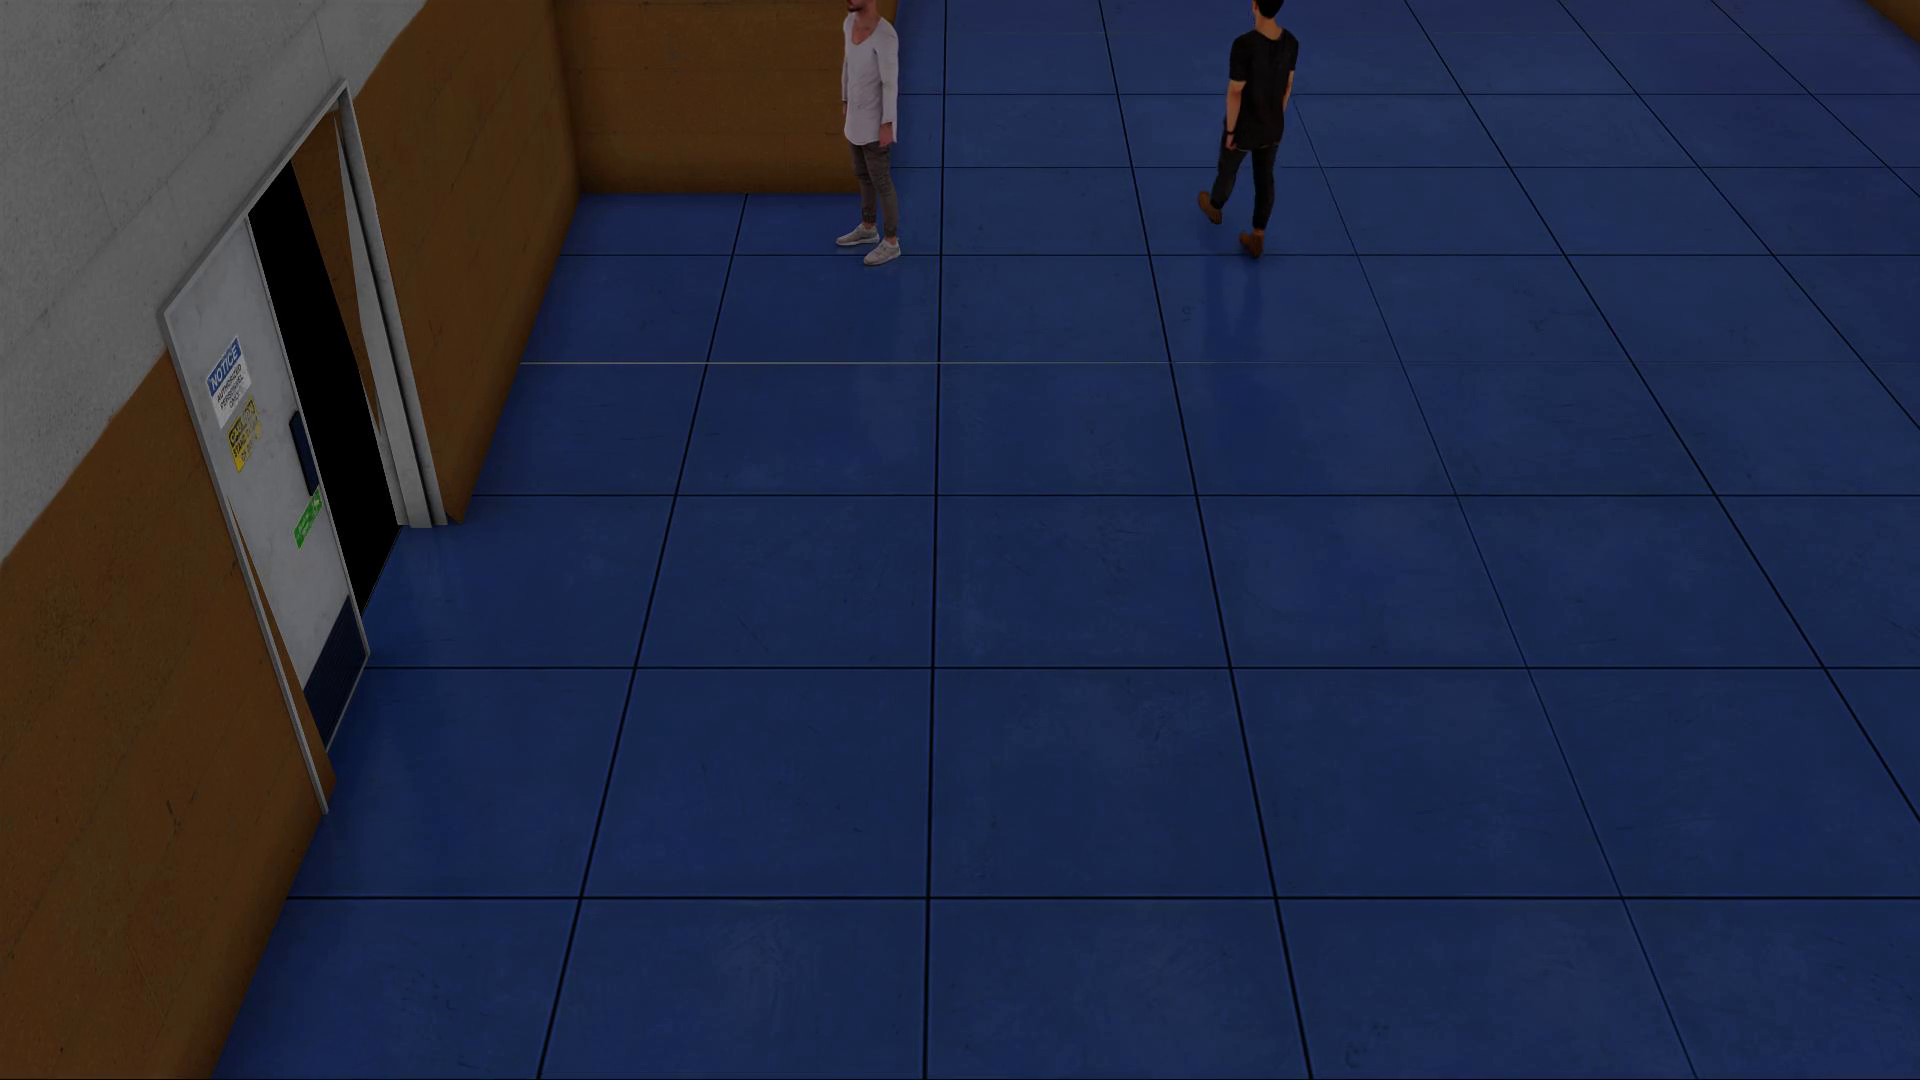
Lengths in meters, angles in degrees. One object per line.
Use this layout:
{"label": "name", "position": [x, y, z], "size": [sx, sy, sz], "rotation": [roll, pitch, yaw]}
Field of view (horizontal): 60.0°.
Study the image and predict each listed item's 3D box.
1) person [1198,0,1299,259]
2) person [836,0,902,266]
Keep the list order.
{"label": "person", "position": [1.843, -2.538, 10.192], "size": [0.998, 1.681, 0.862], "rotation": [-9, 38, -12]}
{"label": "person", "position": [-0.548, -2.589, 10.127], "size": [0.751, 1.839, 0.745], "rotation": [-22, 42, -27]}
